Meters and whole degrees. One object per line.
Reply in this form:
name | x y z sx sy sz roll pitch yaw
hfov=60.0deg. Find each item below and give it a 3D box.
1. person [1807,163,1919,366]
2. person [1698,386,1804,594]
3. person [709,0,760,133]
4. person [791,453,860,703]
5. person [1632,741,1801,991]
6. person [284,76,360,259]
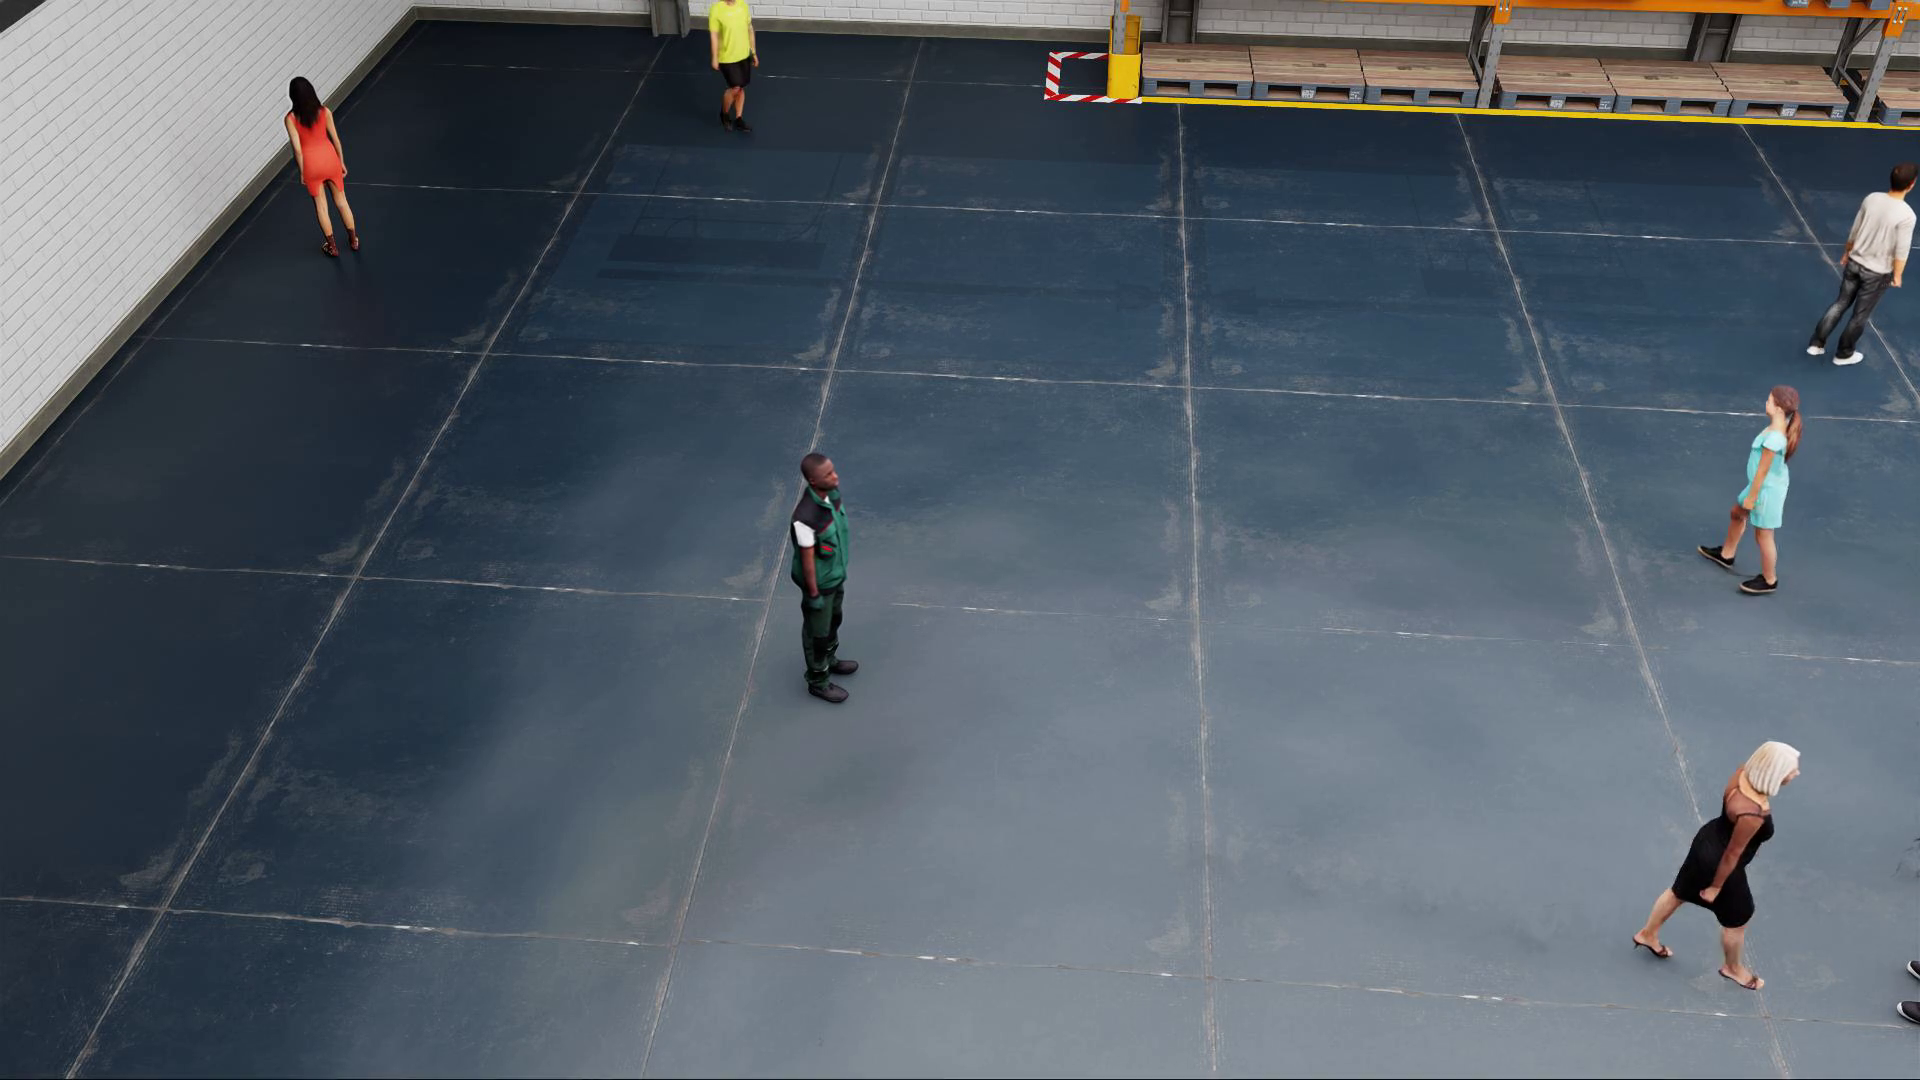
person | 7.403 -2.232 13.594 0.863 1.811 0.814 -16 41 -19
person | 5.591 -0.323 11.432 0.914 1.525 0.791 22 43 25
person | -2.394 -5.061 17.230 0.772 1.695 0.831 -28 46 -30
person | -0.881 0.213 10.511 0.649 1.839 0.716 9 39 11
person | 3.921 1.676 8.779 0.946 1.712 0.689 9 40 11
person | -5.809 -3.392 15.120 0.651 1.719 0.727 -24 44 -27
